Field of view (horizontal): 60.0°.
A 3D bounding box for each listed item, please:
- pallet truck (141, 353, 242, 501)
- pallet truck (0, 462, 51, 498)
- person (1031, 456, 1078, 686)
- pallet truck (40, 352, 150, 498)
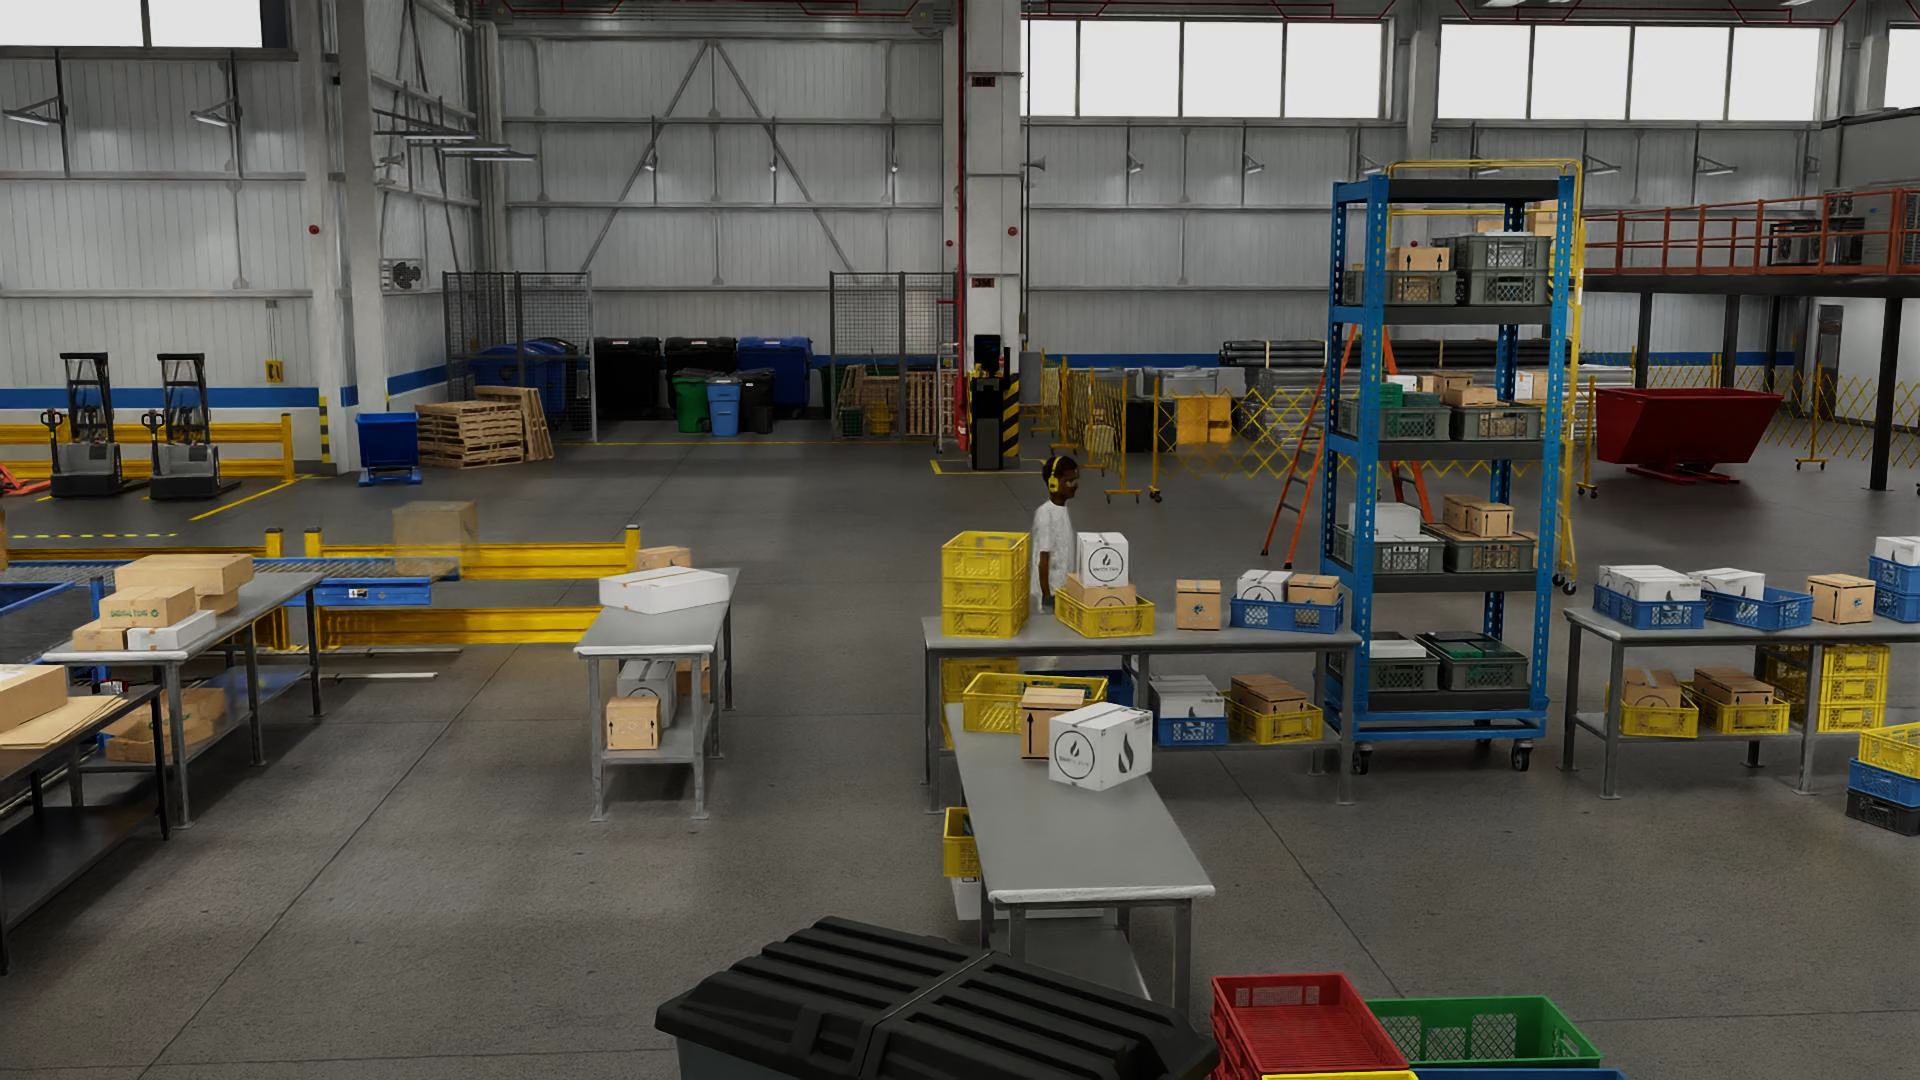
[{"bbox_3d":[-10.520,-1.604,22.925,0.823,1.965,1.885,-1,9,-6],"label":"pallet truck"},{"bbox_3d":[-13.193,-1.293,23.148,0.653,1.274,1.630,-1,9,-4],"label":"pallet truck"},{"bbox_3d":[0.626,0.376,10.897,0.309,1.868,0.534,3,9,16],"label":"person"},{"bbox_3d":[-11.907,-1.642,23.165,0.823,1.965,1.885,0,9,0],"label":"pallet truck"}]
